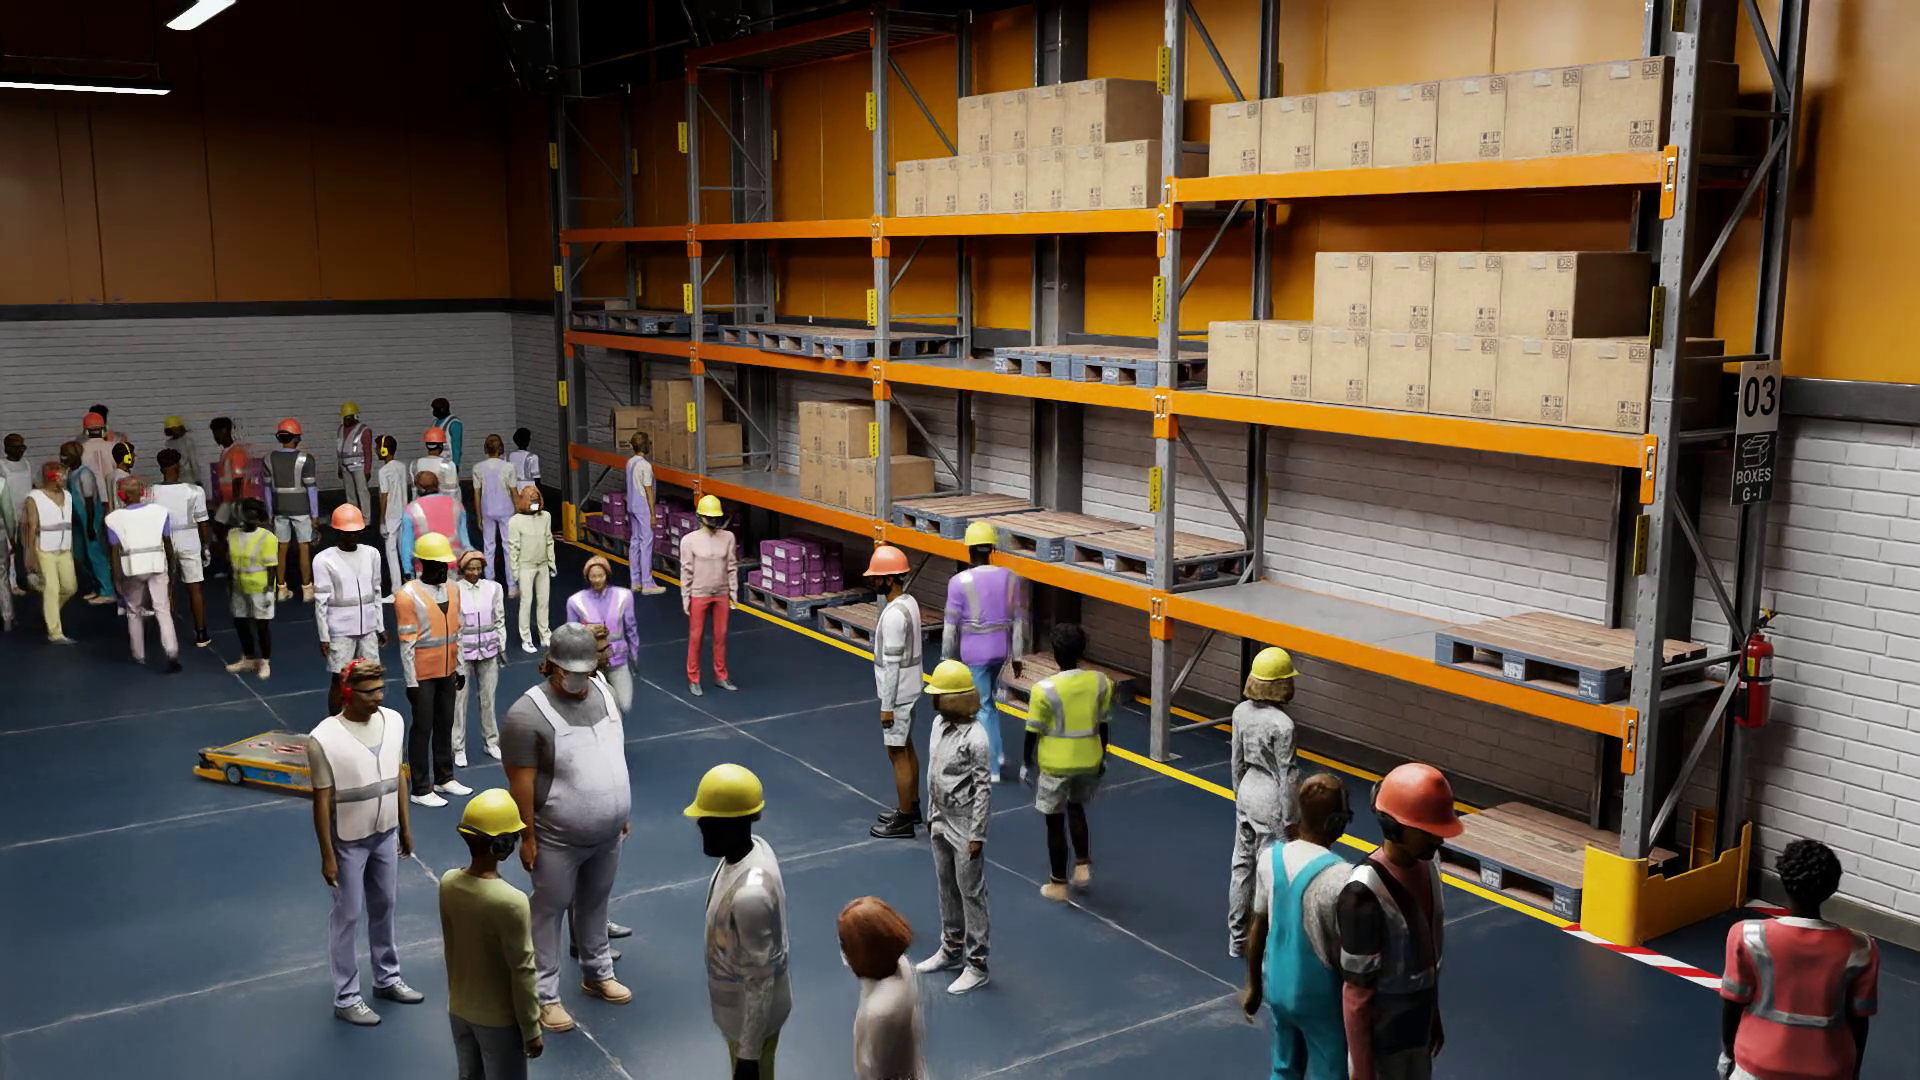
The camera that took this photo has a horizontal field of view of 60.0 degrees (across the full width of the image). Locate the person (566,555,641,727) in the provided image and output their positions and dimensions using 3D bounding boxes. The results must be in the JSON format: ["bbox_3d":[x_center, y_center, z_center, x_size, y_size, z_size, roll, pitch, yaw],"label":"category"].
[{"bbox_3d":[-2.647,0.903,12.328,0.536,1.623,0.451,-4,10,-20],"label":"person"}]

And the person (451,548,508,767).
[{"bbox_3d":[-3.653,0.870,12.495,0.510,1.639,0.308,-7,12,-37],"label":"person"}]

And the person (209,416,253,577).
[{"bbox_3d":[-8.596,-0.483,19.545,0.648,1.928,0.661,-8,12,-38],"label":"person"}]

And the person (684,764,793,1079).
[{"bbox_3d":[-0.831,1.779,6.312,0.383,1.925,0.590,-2,10,-11],"label":"person"}]

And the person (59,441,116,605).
[{"bbox_3d":[-9.544,-0.182,18.173,0.465,1.817,0.541,-9,13,-42],"label":"person"}]

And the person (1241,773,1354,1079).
[{"bbox_3d":[1.349,1.825,6.383,0.535,1.817,0.761,-7,12,-34],"label":"person"}]

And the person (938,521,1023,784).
[{"bbox_3d":[0.148,0.817,12.043,0.584,1.902,0.522,-7,12,-36],"label":"person"}]

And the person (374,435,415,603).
[{"bbox_3d":[-6.234,-0.227,18.294,0.330,1.860,0.512,3,10,15],"label":"person"}]

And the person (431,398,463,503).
[{"bbox_3d":[-7.252,-1.094,23.467,0.637,1.833,0.429,9,13,42],"label":"person"}]

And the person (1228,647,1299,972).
[{"bbox_3d":[1.648,1.428,8.904,0.297,1.745,0.484,-5,11,-28],"label":"person"}]

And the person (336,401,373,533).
[{"bbox_3d":[-8.373,-1.005,22.975,0.595,1.824,0.403,5,11,26],"label":"person"}]

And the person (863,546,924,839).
[{"bbox_3d":[-0.439,0.994,10.922,0.388,1.929,0.546,1,10,8],"label":"person"}]

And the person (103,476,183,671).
[{"bbox_3d":[-7.488,0.319,15.280,0.586,1.806,0.871,-7,12,-35],"label":"person"}]

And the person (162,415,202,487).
[{"bbox_3d":[-10.335,-0.821,22.163,0.526,1.720,0.515,3,10,19],"label":"person"}]

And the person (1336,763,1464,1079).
[{"bbox_3d":[1.597,1.776,6.036,0.409,2.030,0.617,8,13,39],"label":"person"}]

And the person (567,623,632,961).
[{"bbox_3d":[-2.032,1.350,9.063,0.389,1.846,0.564,0,10,1],"label":"person"}]

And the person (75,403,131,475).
[{"bbox_3d":[-10.852,-0.754,21.120,0.622,1.949,0.432,-4,11,-25],"label":"person"}]

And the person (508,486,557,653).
[{"bbox_3d":[-4.111,0.276,16.024,0.298,1.622,0.507,7,12,37],"label":"person"}]

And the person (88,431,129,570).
[{"bbox_3d":[-10.228,-0.495,19.855,0.714,1.878,0.644,5,11,27],"label":"person"}]

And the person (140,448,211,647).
[{"bbox_3d":[-7.608,0.084,16.145,0.612,1.962,0.363,-5,11,-26],"label":"person"}]

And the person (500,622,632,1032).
[{"bbox_3d":[-1.887,1.388,8.269,0.535,2.000,0.687,7,12,36],"label":"person"}]

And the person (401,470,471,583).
[{"bbox_3d":[-4.918,0.245,15.721,0.657,1.808,0.876,-9,13,-41],"label":"person"}]

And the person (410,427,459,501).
[{"bbox_3d":[-5.806,-0.293,18.474,0.544,1.929,0.388,1,10,9],"label":"person"}]

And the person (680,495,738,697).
[{"bbox_3d":[-2.169,0.481,14.420,0.528,1.762,0.347,-6,11,-32],"label":"person"}]

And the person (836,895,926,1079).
[{"bbox_3d":[-0.205,2.012,5.851,0.418,1.623,0.544,0,10,2],"label":"person"}]

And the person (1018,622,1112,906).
[{"bbox_3d":[0.617,1.309,9.769,0.551,1.681,0.391,-5,11,-27],"label":"person"}]

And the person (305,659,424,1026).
[{"bbox_3d":[-2.993,1.485,8.304,0.388,1.838,0.561,5,11,28],"label":"person"}]

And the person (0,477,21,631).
[{"bbox_3d":[-9.871,-0.019,16.813,0.602,1.943,0.393,-4,10,-22],"label":"person"}]

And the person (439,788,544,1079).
[{"bbox_3d":[-1.810,1.834,6.491,0.524,1.761,0.339,8,12,39],"label":"person"}]

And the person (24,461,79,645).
[{"bbox_3d":[-8.960,0.121,16.380,0.603,1.821,0.596,2,10,14],"label":"person"}]

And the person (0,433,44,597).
[{"bbox_3d":[-10.594,-0.285,18.696,0.340,1.839,0.504,5,11,28],"label":"person"}]

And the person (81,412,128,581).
[{"bbox_3d":[-10.055,-0.499,19.478,0.612,1.997,0.376,-7,12,-36],"label":"person"}]

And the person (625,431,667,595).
[{"bbox_3d":[-3.572,-0.304,18.774,0.342,1.846,0.508,-8,13,-40],"label":"person"}]

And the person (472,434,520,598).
[{"bbox_3d":[-5.152,-0.264,18.542,0.507,1.846,0.346,0,10,-1],"label":"person"}]

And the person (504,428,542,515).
[{"bbox_3d":[-5.393,-0.547,20.628,0.537,1.700,0.317,5,11,25],"label":"person"}]

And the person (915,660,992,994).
[{"bbox_3d":[-0.032,1.474,8.642,0.298,1.742,0.493,-6,11,-32],"label":"person"}]

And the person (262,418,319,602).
[{"bbox_3d":[-7.371,-0.329,18.395,0.603,2.034,0.416,1,10,5],"label":"person"}]

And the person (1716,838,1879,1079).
[{"bbox_3d":[3.066,1.930,6.129,0.533,1.690,0.321,2,10,13],"label":"person"}]

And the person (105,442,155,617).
[{"bbox_3d":[-8.785,-0.102,17.561,0.510,1.860,0.333,7,12,36],"label":"person"}]

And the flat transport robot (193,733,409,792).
[{"bbox_3d":[-4.799,1.619,12.104,1.431,0.197,0.652,4,11,23],"label":"flat transport robot"}]

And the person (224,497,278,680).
[{"bbox_3d":[-6.383,0.435,14.967,0.619,1.673,0.325,3,10,19],"label":"person"}]

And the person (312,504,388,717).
[{"bbox_3d":[-4.647,0.676,12.753,0.375,1.935,0.551,9,13,41],"label":"person"}]

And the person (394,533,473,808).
[{"bbox_3d":[-3.639,0.894,11.547,0.395,1.919,0.582,5,11,26],"label":"person"}]
